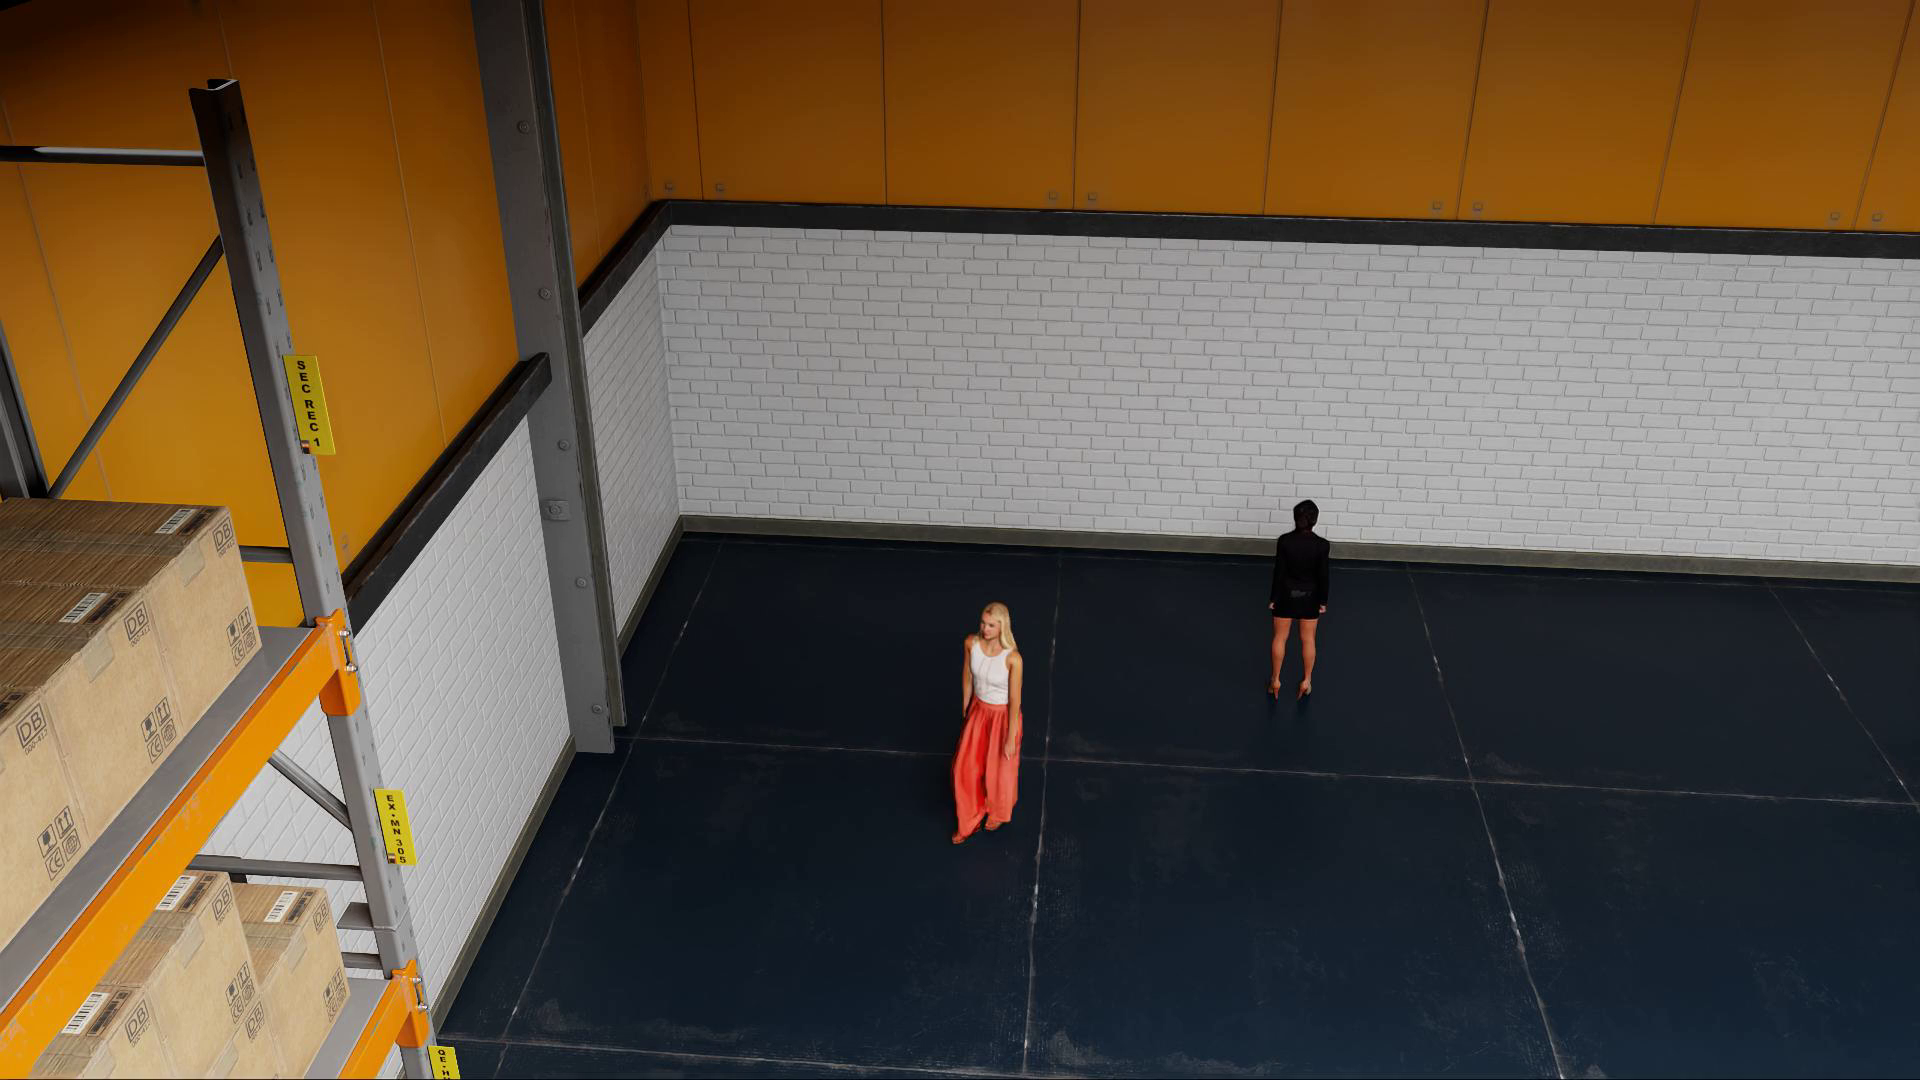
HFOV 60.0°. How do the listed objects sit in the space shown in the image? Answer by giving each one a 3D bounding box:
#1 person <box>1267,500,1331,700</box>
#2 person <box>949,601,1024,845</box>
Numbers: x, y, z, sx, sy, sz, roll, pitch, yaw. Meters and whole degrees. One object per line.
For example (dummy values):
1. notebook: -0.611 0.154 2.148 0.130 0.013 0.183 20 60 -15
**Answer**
1. person: 2.488 0.446 12.271 0.580 1.640 0.610 4 29 7
2. person: 0.275 1.136 10.855 0.897 1.785 0.997 19 34 31
